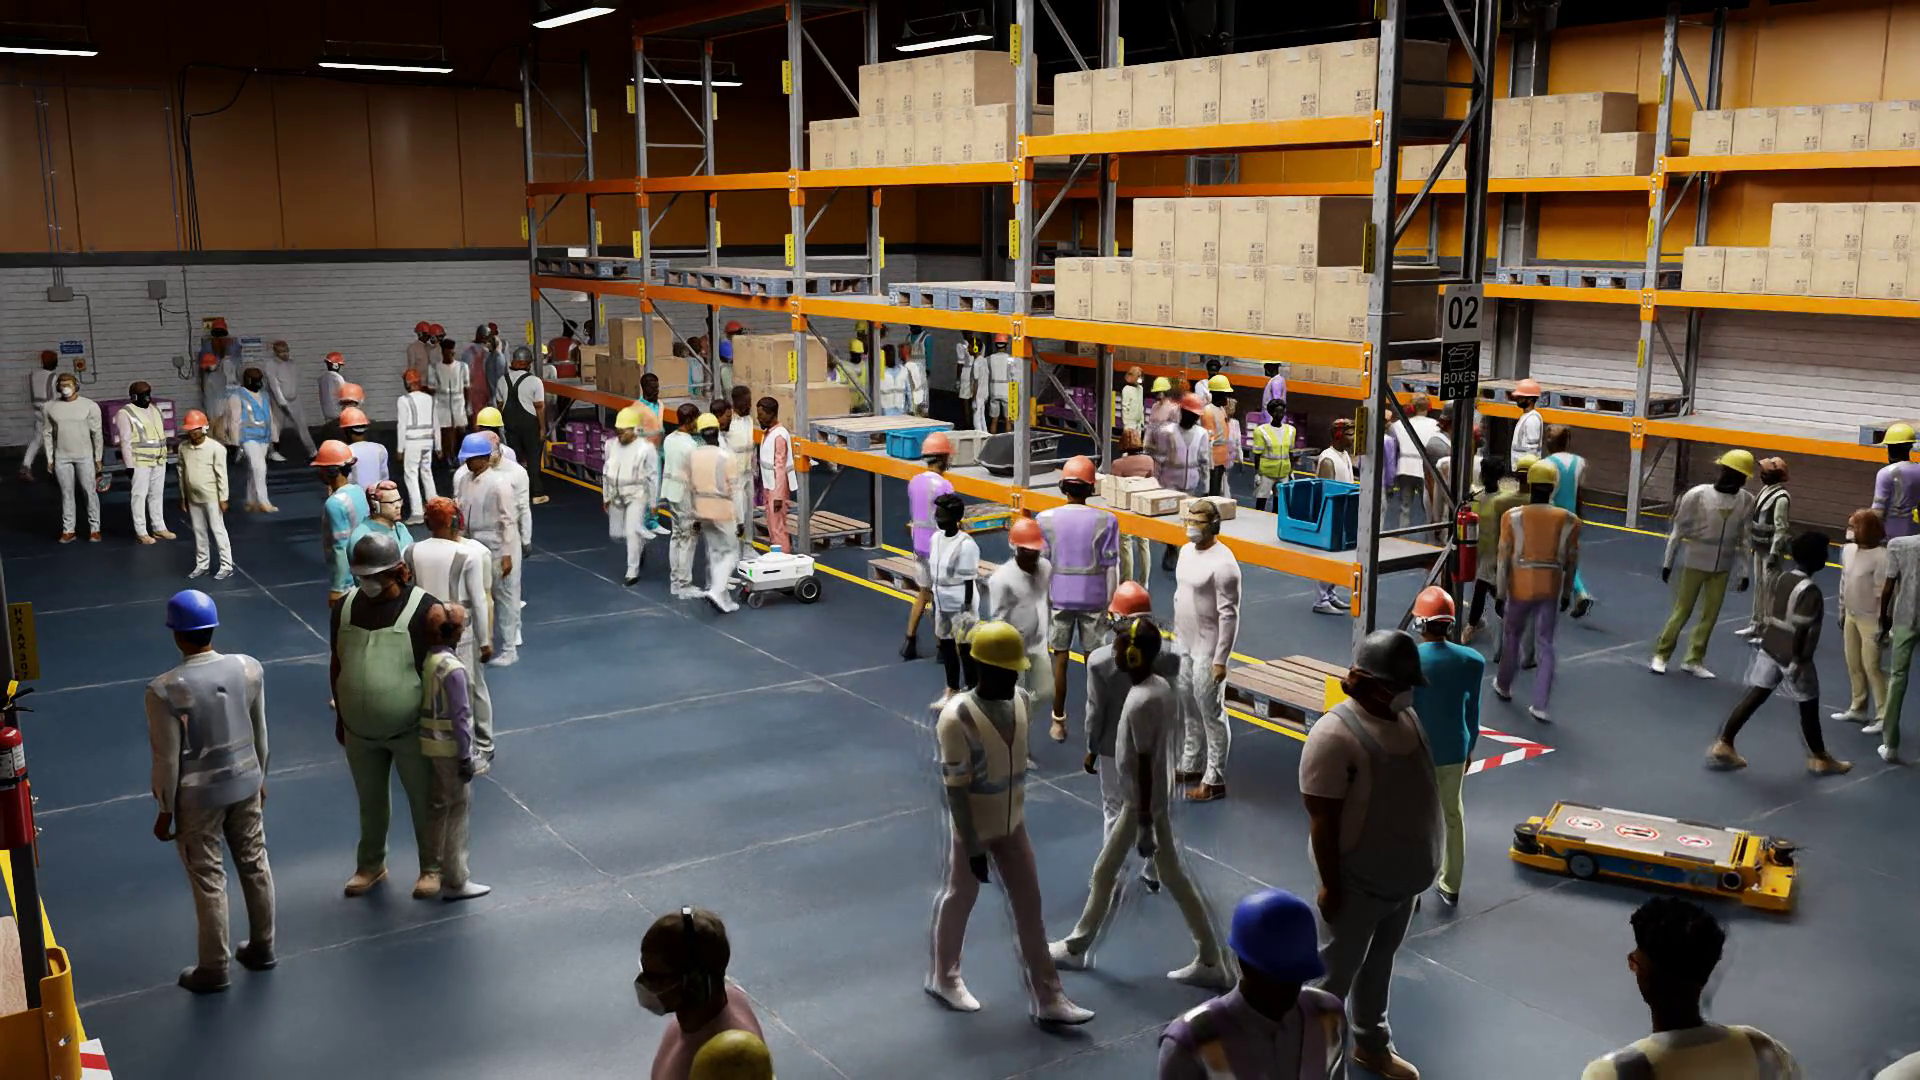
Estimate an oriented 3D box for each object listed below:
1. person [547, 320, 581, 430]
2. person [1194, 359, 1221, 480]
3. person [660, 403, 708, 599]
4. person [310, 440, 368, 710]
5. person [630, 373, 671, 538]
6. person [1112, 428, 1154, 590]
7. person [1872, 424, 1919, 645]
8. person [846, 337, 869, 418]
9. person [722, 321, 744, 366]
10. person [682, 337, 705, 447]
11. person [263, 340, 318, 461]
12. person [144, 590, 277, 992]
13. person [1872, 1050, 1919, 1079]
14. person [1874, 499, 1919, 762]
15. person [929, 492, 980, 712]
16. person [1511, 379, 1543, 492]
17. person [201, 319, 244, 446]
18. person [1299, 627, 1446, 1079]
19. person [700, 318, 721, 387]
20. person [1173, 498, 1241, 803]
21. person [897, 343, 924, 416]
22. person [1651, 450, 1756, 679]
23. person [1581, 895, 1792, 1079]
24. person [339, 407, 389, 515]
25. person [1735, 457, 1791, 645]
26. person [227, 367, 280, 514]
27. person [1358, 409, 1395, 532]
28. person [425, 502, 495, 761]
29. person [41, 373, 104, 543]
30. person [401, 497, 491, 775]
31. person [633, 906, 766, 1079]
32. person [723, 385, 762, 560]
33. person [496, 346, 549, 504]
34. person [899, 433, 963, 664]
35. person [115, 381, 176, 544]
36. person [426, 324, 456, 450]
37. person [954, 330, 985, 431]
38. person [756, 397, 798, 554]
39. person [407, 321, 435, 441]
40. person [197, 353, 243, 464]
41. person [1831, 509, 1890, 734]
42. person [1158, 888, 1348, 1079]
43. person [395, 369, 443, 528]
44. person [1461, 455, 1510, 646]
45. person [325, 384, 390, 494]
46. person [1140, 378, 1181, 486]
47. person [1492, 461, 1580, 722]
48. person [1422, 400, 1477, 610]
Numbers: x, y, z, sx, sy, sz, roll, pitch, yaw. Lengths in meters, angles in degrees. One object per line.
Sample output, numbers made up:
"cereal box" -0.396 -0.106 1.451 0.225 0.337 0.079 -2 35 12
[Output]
"person" -6.868 -2.877 28.937 0.618 1.902 0.861 3 11 14
"person" 3.529 -1.703 23.449 0.532 1.697 0.322 -5 12 -25
"person" -2.678 -0.376 16.124 0.400 1.910 0.599 -7 13 -33
"person" -4.620 0.264 12.492 0.396 2.044 0.609 -1 11 -3
"person" -3.604 -0.975 19.197 0.391 1.910 0.584 4 12 19
"person" 1.683 -0.287 16.368 0.499 1.632 0.285 -6 13 -30
"person" 8.079 -0.046 14.405 0.582 1.919 0.388 -5 12 -24
"person" -1.504 -2.216 25.707 0.429 1.844 0.627 -7 13 -31
"person" -3.634 -2.510 26.738 0.547 2.021 0.611 1 11 5
"person" -4.139 -2.240 25.842 0.342 1.839 0.504 7 13 33
"person" -10.100 -2.076 24.998 0.976 1.841 0.669 4 12 22
"person" -3.588 1.195 7.973 0.401 1.949 0.605 7 13 31
"person" 2.594 1.981 4.191 0.648 1.877 0.927 1 11 6
"person" 6.492 0.597 11.248 0.532 1.864 0.312 7 13 31
"person" -0.049 0.481 12.293 0.323 1.688 0.532 -8 14 -35
"person" 6.145 -0.787 18.137 0.350 1.942 0.545 2 11 11
"person" -11.846 -2.526 26.770 0.605 2.045 0.379 -6 13 -29
"person" 1.751 1.352 6.931 0.674 2.000 0.535 -10 15 -41
"person" -4.373 -2.983 29.348 0.384 1.958 0.599 5 12 25
"person" 1.530 0.692 10.573 0.364 1.939 0.636 -4 12 -22
"person" -0.766 -2.027 24.795 0.450 1.823 0.567 2 11 9
"person" 5.968 0.197 13.257 0.655 1.878 0.499 0 11 -2
"person" 1.912 1.907 4.336 0.612 1.946 0.651 -3 12 -17
"person" -5.583 -0.273 15.518 0.367 1.936 0.542 8 14 36
"person" 7.009 0.089 14.430 0.309 1.640 0.513 1 11 8
"person" -8.708 -1.235 20.738 0.735 1.815 0.661 3 12 17
"person" 4.492 -0.597 17.944 0.311 1.636 0.522 -5 12 -25
"person" -3.391 0.618 11.224 0.562 1.835 0.385 4 12 18
"person" -10.047 -0.928 18.861 0.634 1.940 0.367 -2 11 -12
"person" -3.409 0.644 11.011 0.594 1.872 0.375 2 11 12
"person" -0.657 1.893 4.465 0.378 1.931 0.624 -3 11 -13
"person" -2.351 -0.713 17.822 0.476 1.910 0.610 4 12 21
"person" -5.617 -1.498 21.518 0.683 2.000 0.536 4 12 20
"person" -0.220 0.097 13.726 0.502 1.909 0.647 -7 13 -32
"person" -9.228 -0.883 18.883 0.429 1.842 0.633 3 12 16
"person" -8.244 -2.426 26.386 0.375 1.995 0.609 2 11 11
"person" 0.152 -2.725 27.992 0.614 1.962 0.365 -9 14 -40
"person" -1.852 -0.490 16.719 0.414 1.906 0.598 -4 12 -18
"person" -8.760 -2.582 27.224 0.407 1.985 0.624 5 12 23
"person" -10.905 -1.894 24.360 0.576 1.723 0.574 1 11 7
"person" 6.543 0.576 12.020 0.383 1.610 0.518 -1 11 -6
"person" 0.807 1.863 4.562 0.611 1.944 0.409 -6 12 -27
"person" -6.487 -1.097 19.933 0.545 1.865 0.805 5 12 26
"person" 4.637 0.069 14.464 0.843 1.663 0.530 -5 12 -25
"person" -6.363 -0.665 17.512 0.602 1.954 1.030 2 11 9
"person" 2.507 -1.151 20.575 0.892 1.712 0.512 -5 12 -22
"person" 4.278 0.347 12.453 0.602 1.889 0.912 1 11 5
"person" 4.596 -0.317 15.476 0.537 2.000 0.682 8 14 36
